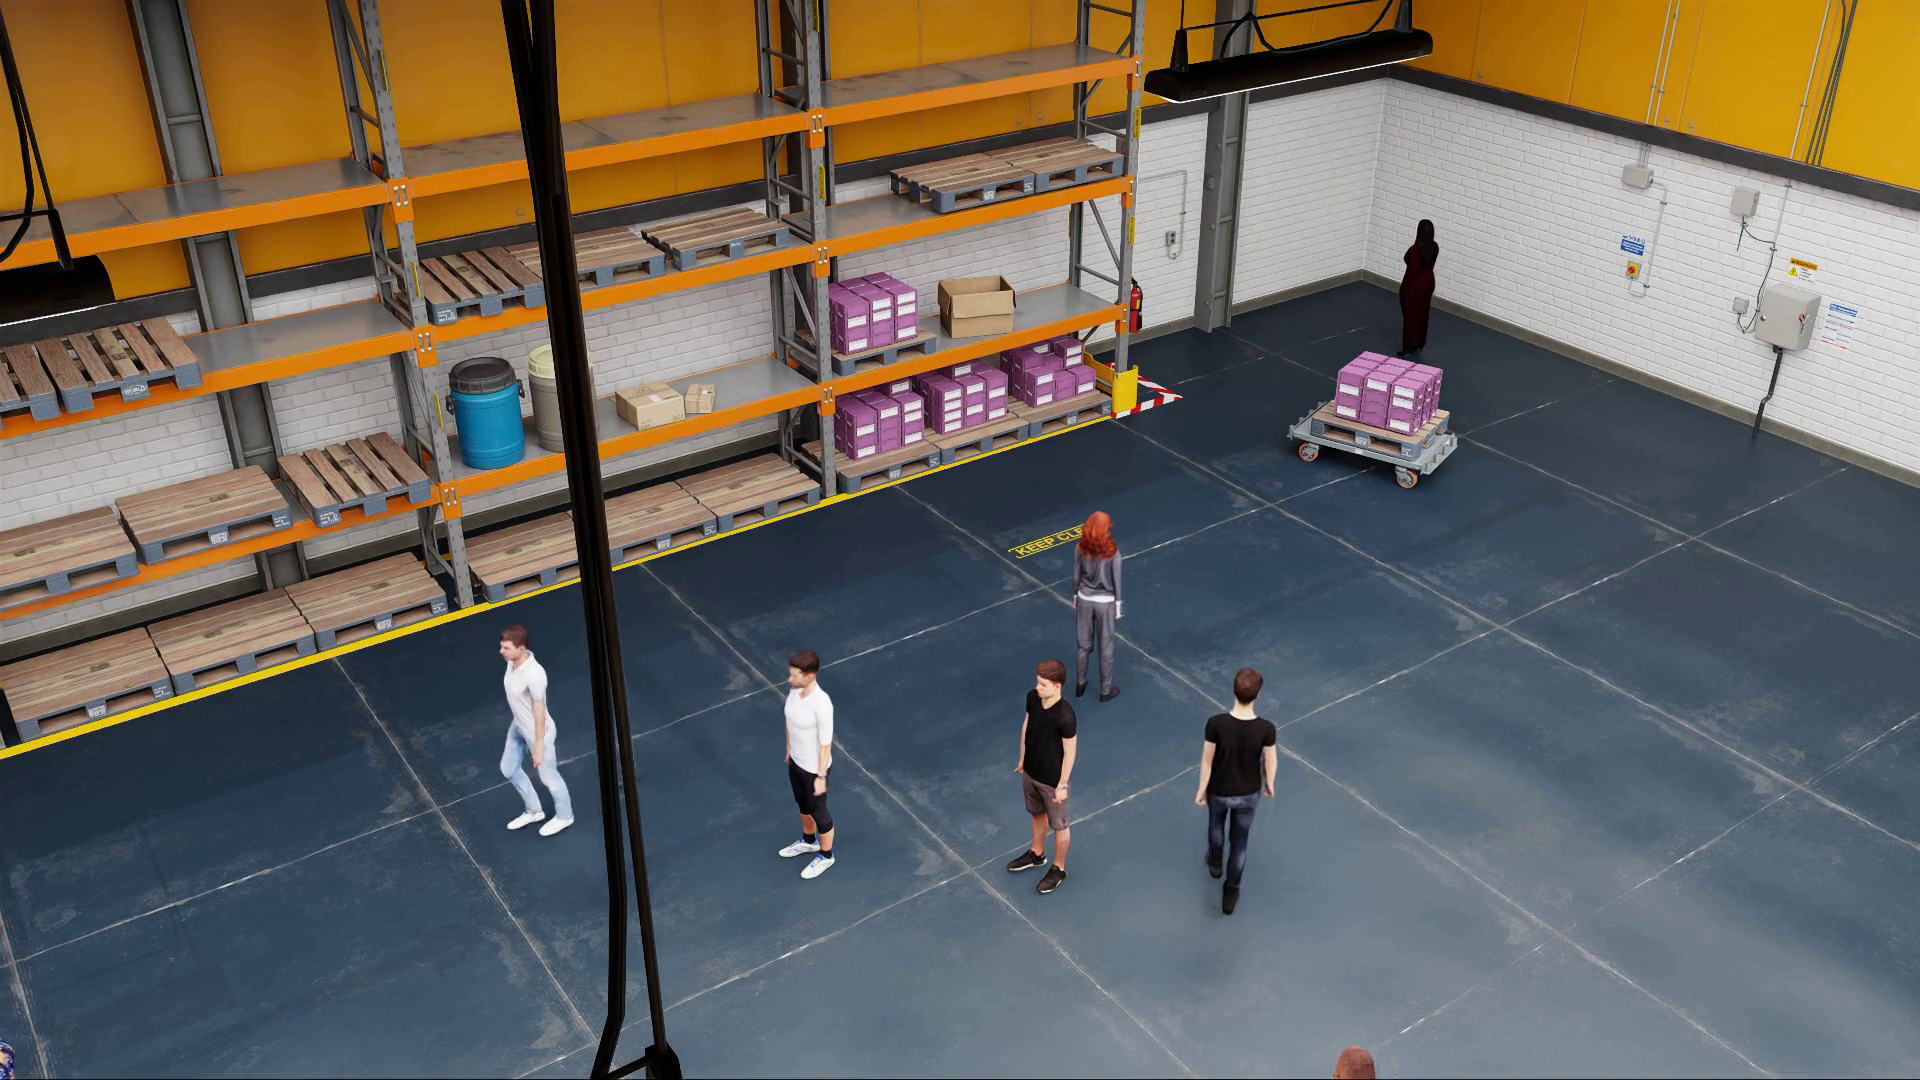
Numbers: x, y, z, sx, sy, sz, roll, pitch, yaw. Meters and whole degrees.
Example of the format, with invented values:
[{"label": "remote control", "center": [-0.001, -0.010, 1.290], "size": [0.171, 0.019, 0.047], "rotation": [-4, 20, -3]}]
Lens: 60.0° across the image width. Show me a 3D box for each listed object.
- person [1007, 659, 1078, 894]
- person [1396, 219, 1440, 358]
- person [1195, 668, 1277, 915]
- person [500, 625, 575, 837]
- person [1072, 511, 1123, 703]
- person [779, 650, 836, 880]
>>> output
[{"label": "person", "center": [0.636, 1.646, 11.893], "size": [0.588, 1.862, 0.675], "rotation": [-21, 35, -33]}, {"label": "person", "center": [5.742, -3.154, 20.803], "size": [0.551, 1.757, 0.730], "rotation": [-22, 35, -34]}, {"label": "person", "center": [1.910, 1.801, 11.595], "size": [0.981, 1.876, 1.044], "rotation": [5, 29, 9]}, {"label": "person", "center": [-3.091, 1.390, 12.392], "size": [0.691, 1.835, 0.696], "rotation": [-20, 34, -32]}, {"label": "person", "center": [1.145, 0.554, 13.983], "size": [0.655, 1.779, 0.655], "rotation": [14, 31, 23]}, {"label": "person", "center": [-1.085, 1.580, 12.021], "size": [0.541, 1.855, 0.650], "rotation": [-19, 34, -30]}]
